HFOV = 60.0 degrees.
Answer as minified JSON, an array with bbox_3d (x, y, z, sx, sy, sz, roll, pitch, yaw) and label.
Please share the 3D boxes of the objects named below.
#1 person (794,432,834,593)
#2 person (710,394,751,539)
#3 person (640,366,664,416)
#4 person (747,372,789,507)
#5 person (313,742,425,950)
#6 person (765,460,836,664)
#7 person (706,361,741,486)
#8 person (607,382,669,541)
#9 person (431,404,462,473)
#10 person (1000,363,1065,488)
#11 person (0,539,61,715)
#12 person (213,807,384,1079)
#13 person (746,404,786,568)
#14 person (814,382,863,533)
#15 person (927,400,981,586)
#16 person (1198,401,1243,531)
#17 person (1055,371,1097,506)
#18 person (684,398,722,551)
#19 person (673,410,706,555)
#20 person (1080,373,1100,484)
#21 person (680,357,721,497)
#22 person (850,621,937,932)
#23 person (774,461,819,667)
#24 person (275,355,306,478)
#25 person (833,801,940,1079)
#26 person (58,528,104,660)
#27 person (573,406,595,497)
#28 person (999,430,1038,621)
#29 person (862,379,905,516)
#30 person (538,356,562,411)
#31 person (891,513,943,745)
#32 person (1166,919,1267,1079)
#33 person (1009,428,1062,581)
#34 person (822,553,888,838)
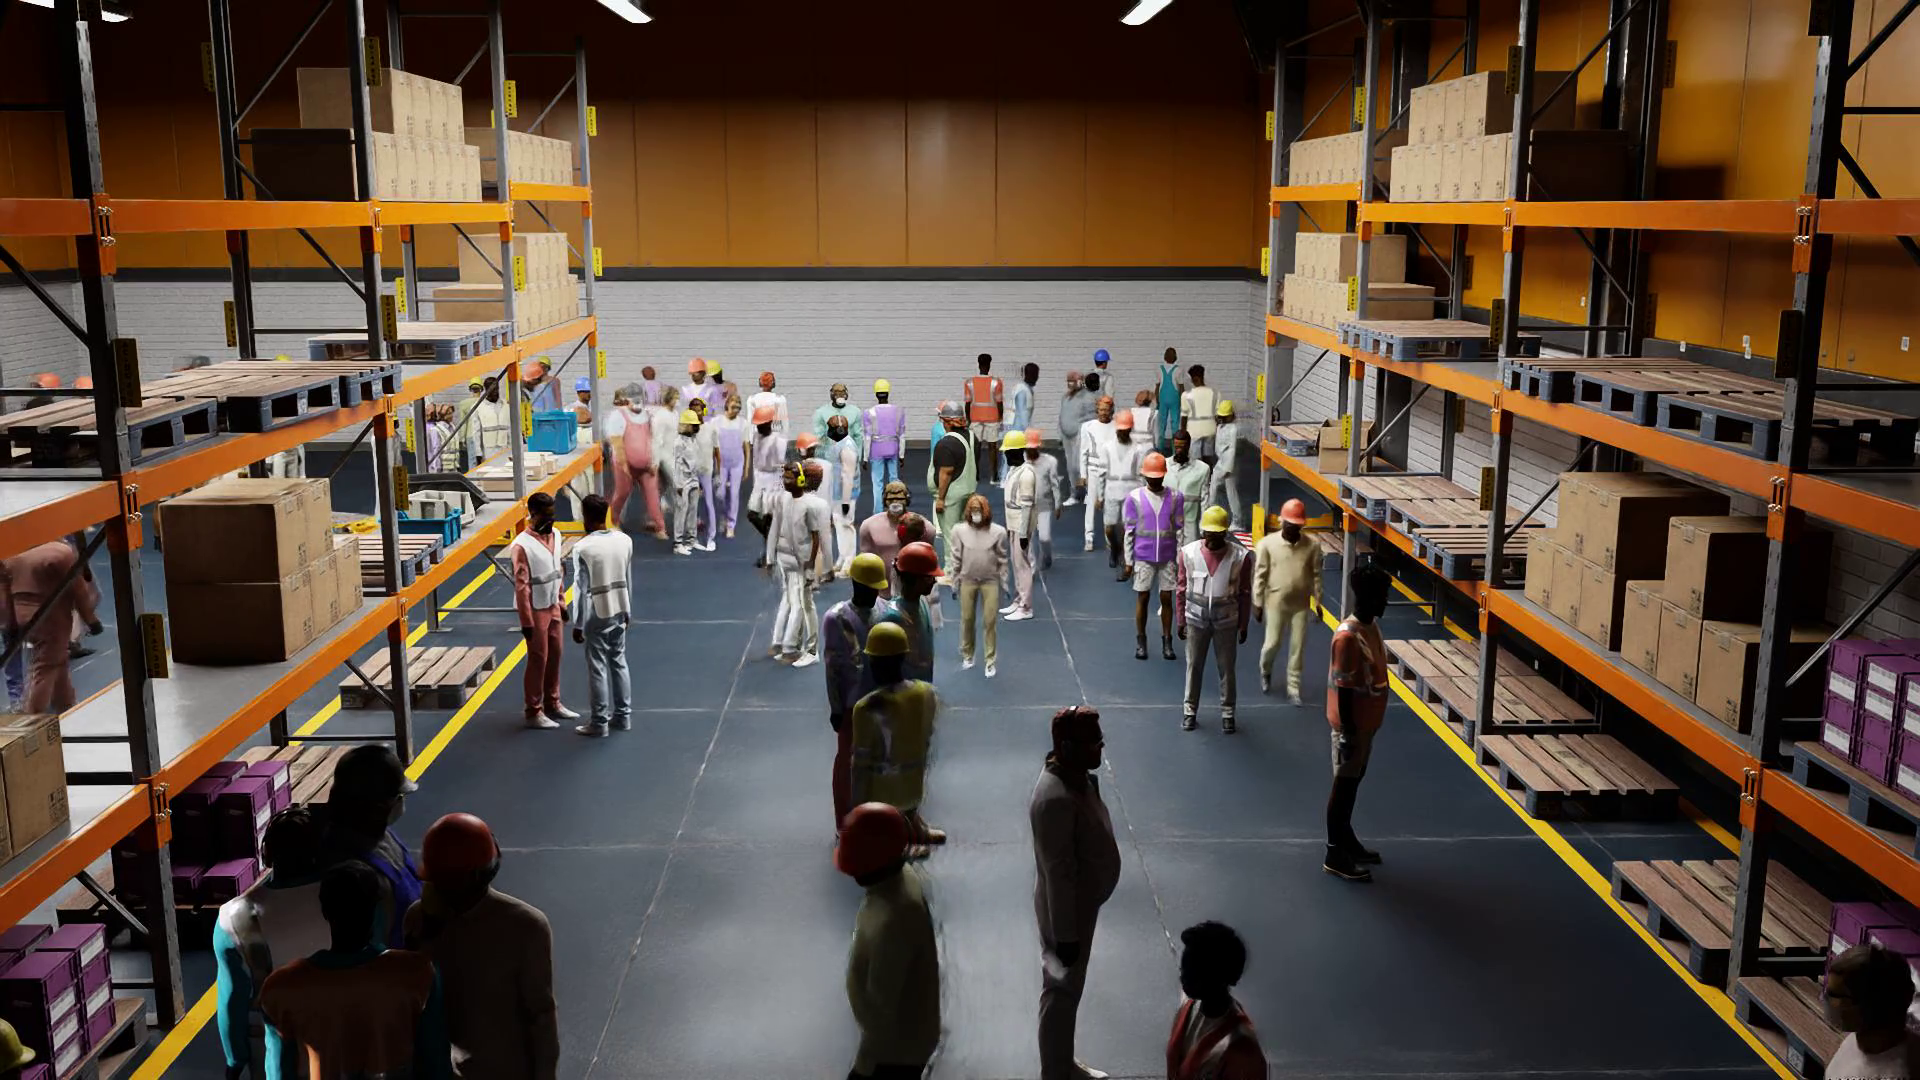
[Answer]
[{"bbox_3d":[-1.629,-0.296,17.880,0.402,1.735,0.579,9,15,40],"label":"person"},{"bbox_3d":[-2.879,-0.920,20.781,0.536,1.828,0.375,-1,11,-6],"label":"person"},{"bbox_3d":[-4.950,-1.995,26.754,0.498,1.597,0.836,-8,14,-33],"label":"person"},{"bbox_3d":[-2.633,-1.378,22.941,0.576,1.882,0.355,1,11,7],"label":"person"},{"bbox_3d":[-2.328,1.780,6.707,0.535,2.000,0.683,-3,12,-12],"label":"person"},{"bbox_3d":[-1.462,0.201,15.092,0.617,1.851,0.486,6,13,29],"label":"person"},{"bbox_3d":[-3.515,-1.730,24.702,0.618,1.879,0.614,-10,15,-41],"label":"person"},{"bbox_3d":[-4.112,-1.038,20.835,0.674,2.000,1.015,-9,15,-39],"label":"person"},{"bbox_3d":[-6.566,-0.930,21.299,0.315,1.641,0.515,3,12,16],"label":"person"},{"bbox_3d":[1.042,-1.663,24.395,0.988,1.867,0.603,4,12,19],"label":"person"},{"bbox_3d":[-7.620,0.440,13.567,0.615,1.987,0.407,-10,15,-42],"label":"person"},{"bbox_3d":[-2.539,1.927,6.472,0.636,1.842,0.429,-7,13,-31],"label":"person"},{"bbox_3d":[-2.234,-0.615,19.039,0.425,1.911,0.578,-11,16,-43],"label":"person"},{"bbox_3d":[-1.541,-1.045,21.164,0.632,1.932,0.369,-4,12,-17],"label":"person"},{"bbox_3d":[-0.102,-0.528,18.280,0.536,2.000,0.688,7,13,32],"label":"person"},{"bbox_3d":[3.287,-0.934,21.168,0.796,1.692,0.523,-3,12,-13],"label":"person"},{"bbox_3d":[1.587,-1.400,23.032,0.416,1.895,0.643,-8,14,-34],"label":"person"},{"bbox_3d":[-3.131,-0.788,20.027,0.533,1.864,0.310,2,11,8],"label":"person"},{"bbox_3d":[-3.233,-0.692,19.883,0.356,1.732,0.485,6,13,27],"label":"person"},{"bbox_3d":[1.952,-1.634,24.689,0.315,1.695,0.541,-2,12,-12],"label":"person"},{"bbox_3d":[-3.678,-1.602,23.703,0.622,2.023,0.581,5,12,23],"label":"person"},{"bbox_3d":[-0.365,1.381,9.046,0.643,1.906,0.598,11,16,44],"label":"person"},{"bbox_3d":[-1.464,0.210,15.007,0.327,1.874,0.518,-8,14,-36],"label":"person"},{"bbox_3d":[-10.152,-1.831,25.096,0.372,1.926,0.601,3,12,13],"label":"person"},{"bbox_3d":[-0.273,1.894,6.388,0.458,1.944,0.653,-1,11,-4],"label":"person"},{"bbox_3d":[-8.126,0.196,15.163,0.598,1.830,0.451,5,12,22],"label":"person"},{"bbox_3d":[-4.719,-0.902,21.213,0.367,1.617,0.574,-7,13,-30],"label":"person"},{"bbox_3d":[0.579,-0.150,16.694,0.396,1.918,0.589,-2,11,-9],"label":"person"},{"bbox_3d":[-0.996,-1.115,21.519,0.594,1.921,0.376,-5,13,-25],"label":"person"},{"bbox_3d":[-6.671,-2.077,26.781,0.532,1.754,0.340,-1,11,-5],"label":"person"},{"bbox_3d":[-0.360,0.706,12.695,0.403,1.806,0.701,6,13,26],"label":"person"},{"bbox_3d":[0.878,2.138,5.793,0.317,1.694,0.572,-3,12,-16],"label":"person"},{"bbox_3d":[0.833,-0.397,18.416,0.594,1.721,0.587,2,12,12],"label":"person"},{"bbox_3d":[-0.624,1.019,10.828,0.374,1.919,0.585,10,15,41],"label":"person"}]
